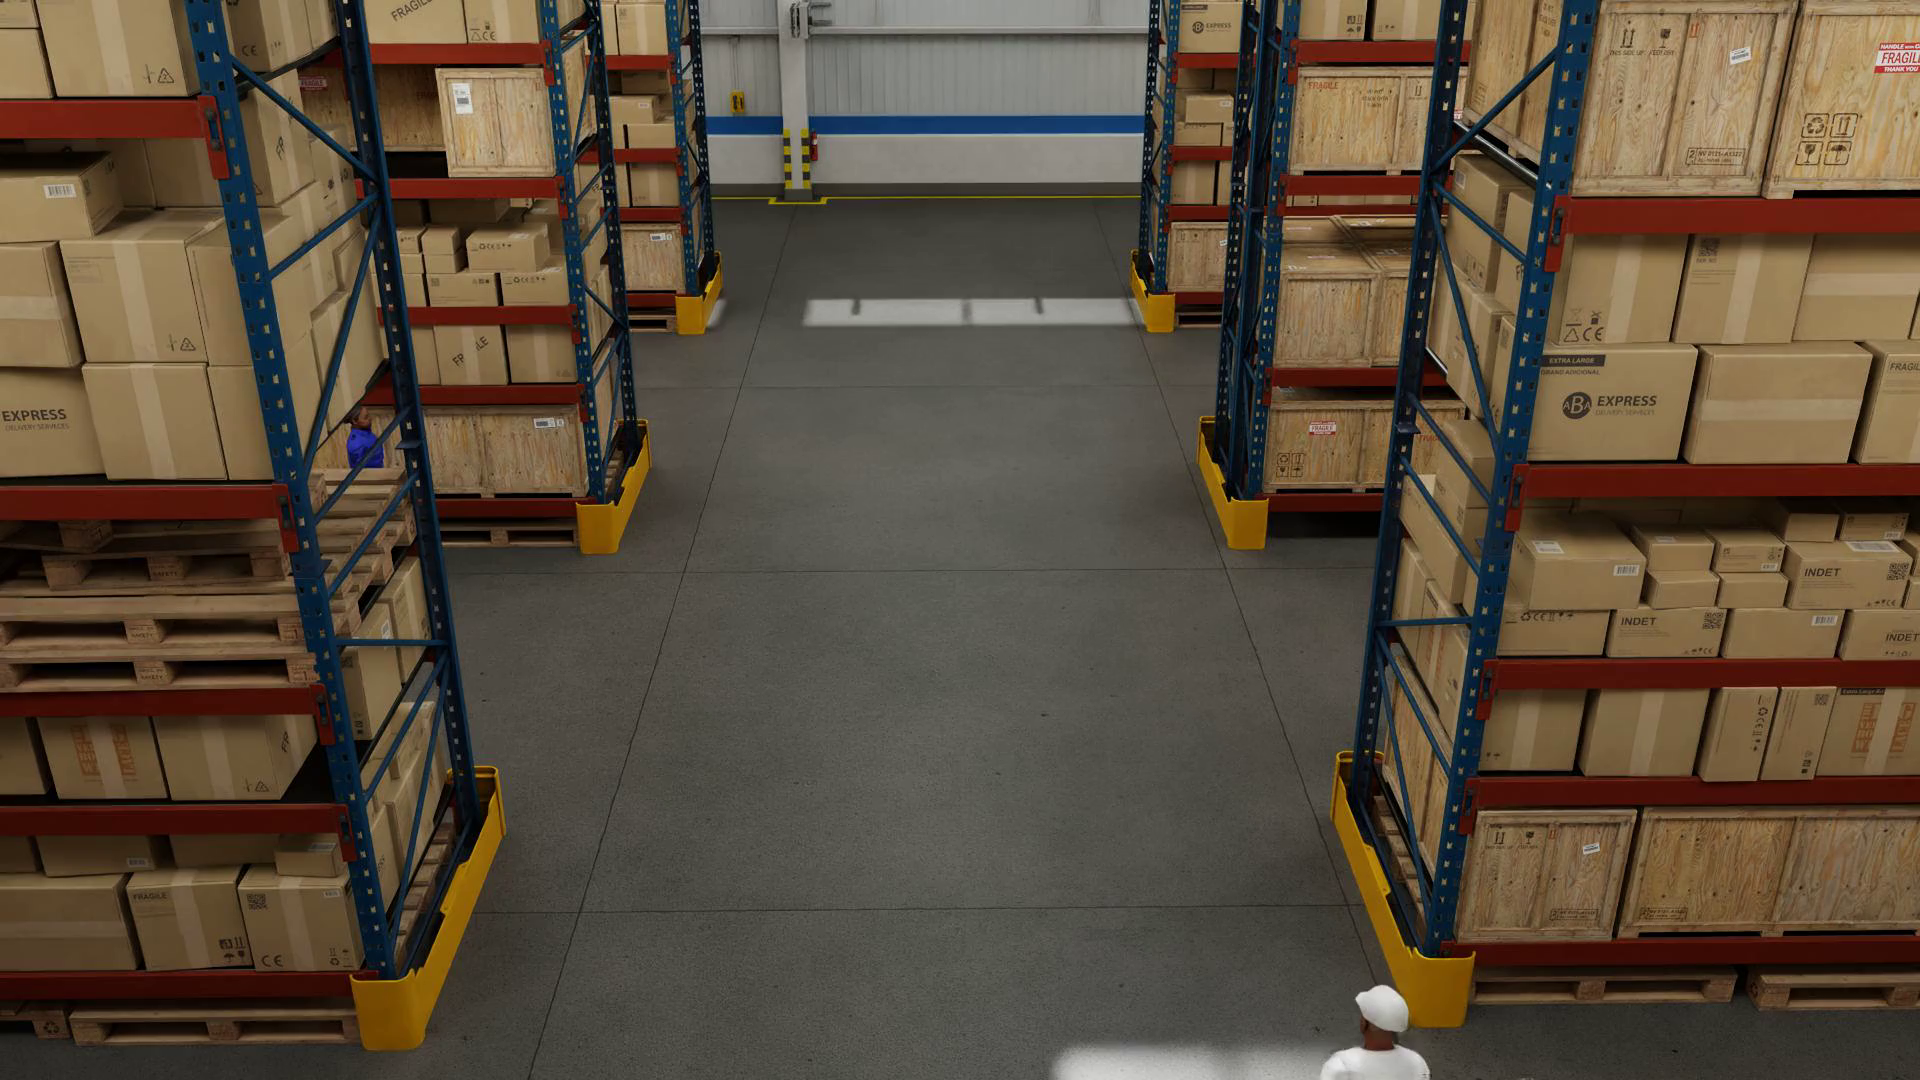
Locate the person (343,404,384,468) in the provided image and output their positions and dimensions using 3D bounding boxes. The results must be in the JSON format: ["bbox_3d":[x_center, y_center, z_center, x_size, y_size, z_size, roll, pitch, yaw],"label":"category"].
[{"bbox_3d":[-5.272,-0.453,14.973,0.345,1.659,0.440,-5,25,-10],"label":"person"}]

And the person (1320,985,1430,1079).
[{"bbox_3d":[1.836,2.886,7.750,0.669,1.730,0.984,-6,26,-13],"label":"person"}]
